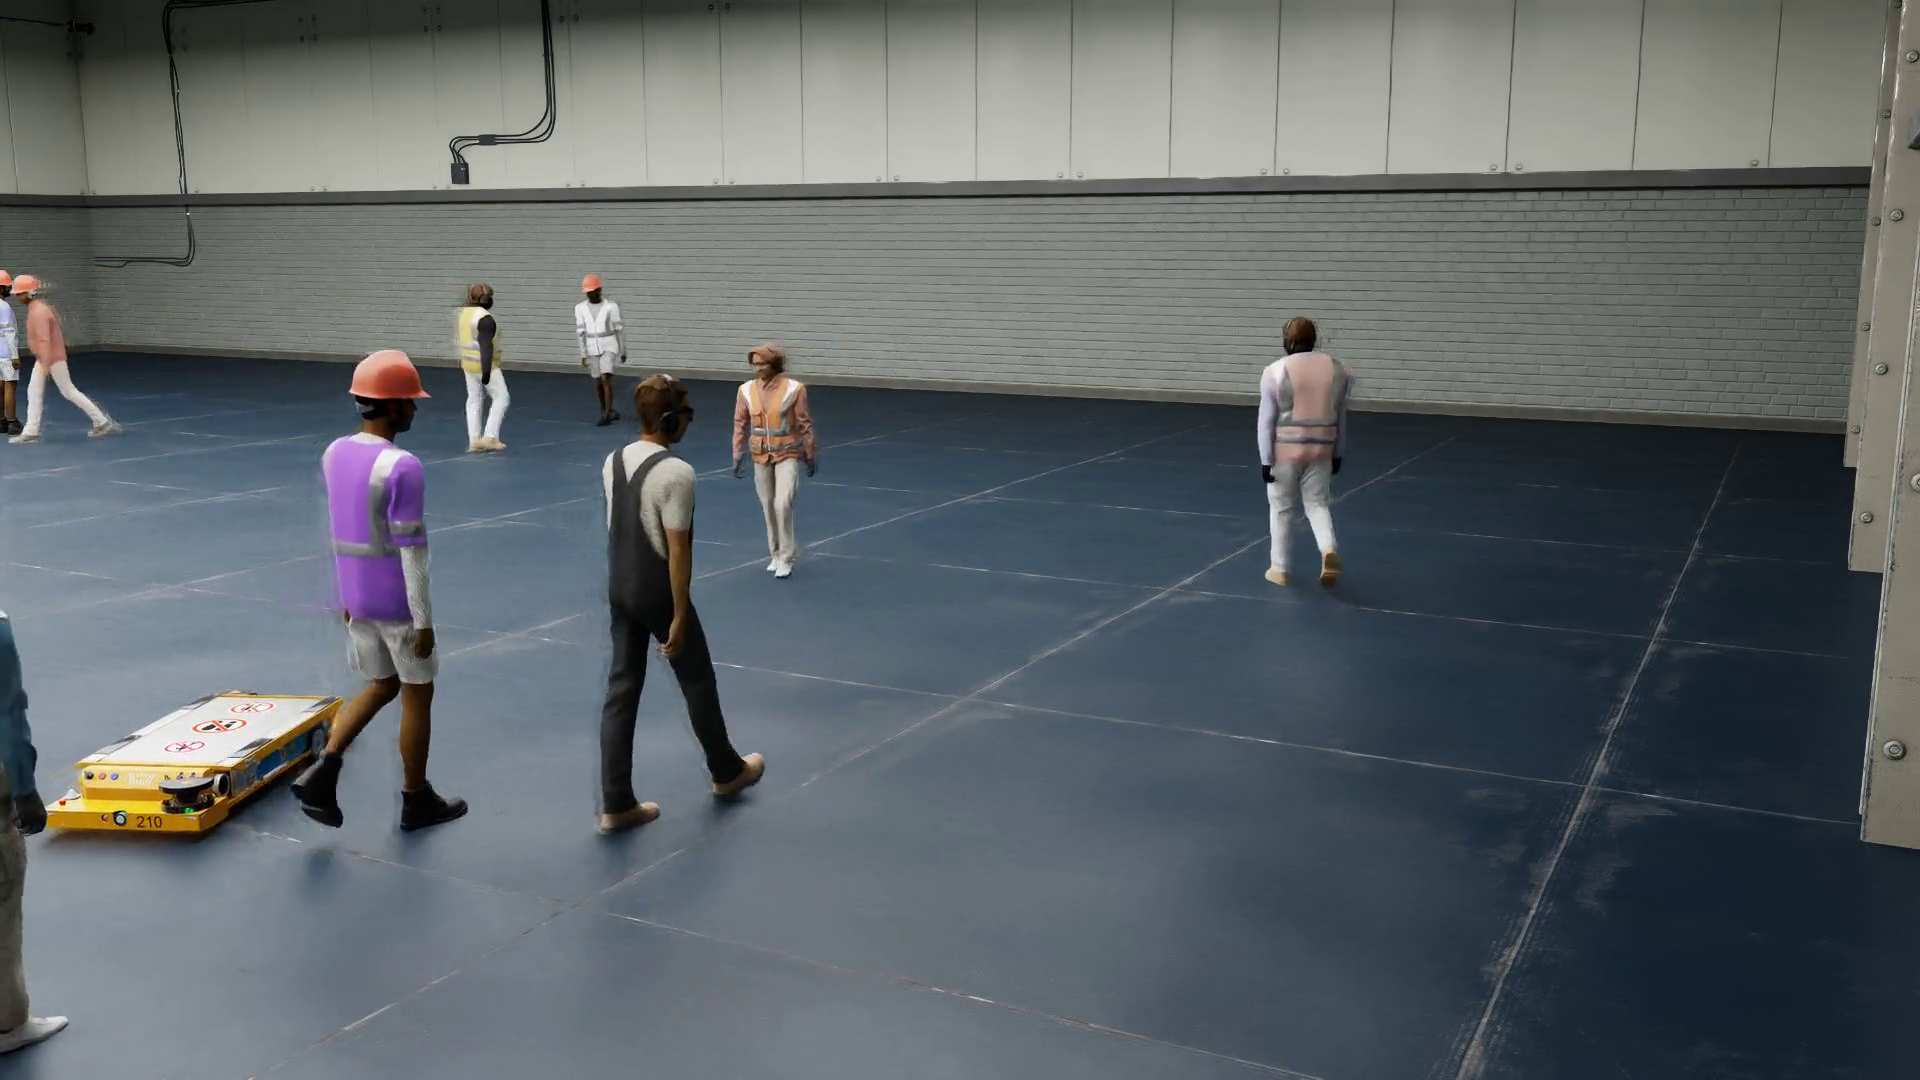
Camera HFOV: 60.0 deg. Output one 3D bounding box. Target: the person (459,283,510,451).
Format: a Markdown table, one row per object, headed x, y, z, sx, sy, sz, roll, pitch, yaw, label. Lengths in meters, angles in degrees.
| x | y | z | sx | sy | sz | roll | pitch | yaw | label |
| --- | --- | --- | --- | --- | --- | --- | --- | --- | --- |
| -5.178 | -1.870 | 18.125 | 0.489 | 1.825 | 0.626 | -10 | 14 | -44 | person |

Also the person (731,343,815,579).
| x | y | z | sx | sy | sz | roll | pitch | yaw | label |
| --- | --- | --- | --- | --- | --- | --- | --- | --- | --- |
| -1.295 | -0.538 | 11.444 | 0.538 | 1.610 | 0.695 | 3 | 11 | 15 | person |

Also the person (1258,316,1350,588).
| x | y | z | sx | sy | sz | roll | pitch | yaw | label |
| --- | --- | --- | --- | --- | --- | --- | --- | --- | --- |
| 2.276 | -0.566 | 11.026 | 0.634 | 1.824 | 0.672 | -2 | 11 | -9 | person |

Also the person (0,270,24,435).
| x | y | z | sx | sy | sz | roll | pitch | yaw | label |
| --- | --- | --- | --- | --- | --- | --- | --- | --- | --- |
| -11.306 | -2.218 | 19.715 | 0.543 | 1.939 | 0.360 | 8 | 13 | 36 | person |

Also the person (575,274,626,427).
| x | y | z | sx | sy | sz | roll | pitch | yaw | label |
| --- | --- | --- | --- | --- | --- | --- | --- | --- | --- |
| -4.460 | -2.380 | 20.771 | 0.550 | 1.890 | 0.806 | 1 | 10 | 5 | person |

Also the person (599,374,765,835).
| x | y | z | sx | sy | sz | roll | pitch | yaw | label |
| --- | --- | --- | --- | --- | --- | --- | --- | --- | --- |
| -1.155 | 0.235 | 6.721 | 0.508 | 1.801 | 0.907 | 7 | 12 | 32 | person |

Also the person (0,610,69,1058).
| x | y | z | sx | sy | sz | roll | pitch | yaw | label |
| --- | --- | --- | --- | --- | --- | --- | --- | --- | --- |
| -2.833 | 0.705 | 4.637 | 0.525 | 1.628 | 0.455 | 4 | 11 | 23 | person |

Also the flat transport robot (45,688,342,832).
| x | y | z | sx | sy | sz | roll | pitch | yaw | label |
| --- | --- | --- | --- | --- | --- | --- | --- | --- | --- |
| -3.220 | 0.917 | 7.175 | 0.652 | 0.197 | 1.431 | 1 | 10 | 4 | flat transport robot |

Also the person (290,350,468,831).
| x | y | z | sx | sy | sz | roll | pitch | yaw | label |
| --- | --- | --- | --- | --- | --- | --- | --- | --- | --- |
| -2.262 | 0.230 | 6.428 | 0.559 | 1.918 | 0.605 | 7 | 13 | 34 | person |

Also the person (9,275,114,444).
| x | y | z | sx | sy | sz | roll | pitch | yaw | label |
| --- | --- | --- | --- | --- | --- | --- | --- | --- | --- |
| -10.319 | -2.070 | 19.015 | 1.062 | 1.921 | 0.623 | -9 | 14 | -41 | person |
